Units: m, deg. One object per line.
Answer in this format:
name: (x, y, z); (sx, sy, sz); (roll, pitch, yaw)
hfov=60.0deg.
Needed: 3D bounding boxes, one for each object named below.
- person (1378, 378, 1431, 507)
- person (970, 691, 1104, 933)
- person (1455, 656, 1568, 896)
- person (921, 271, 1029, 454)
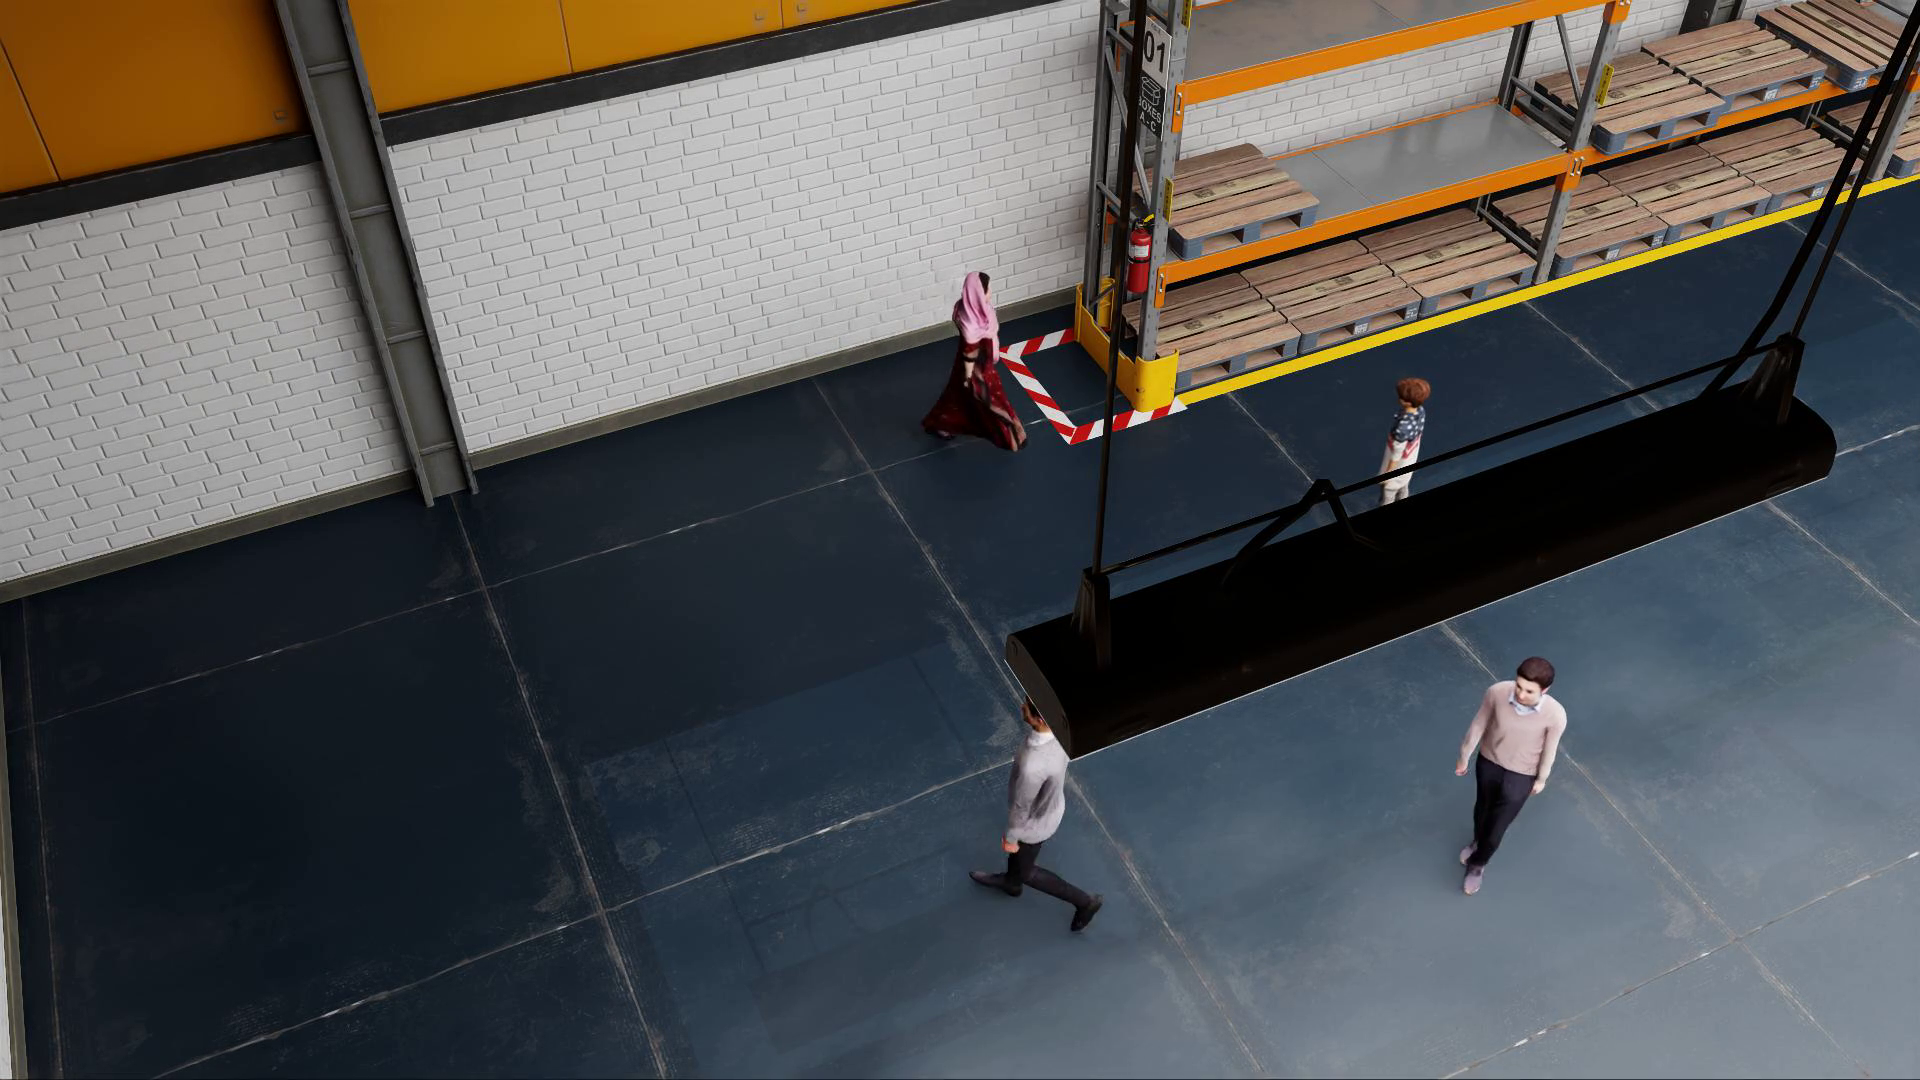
person: (3.121, -0.567, 11.795); (0.647, 1.435, 0.551); (27, 50, 25)
person: (0.490, 1.522, 9.262); (1.217, 1.903, 1.122); (11, 45, 11)
person: (3.191, 1.265, 9.613); (0.793, 1.792, 0.852); (29, 51, 27)
person: (0.037, -1.328, 12.475); (1.163, 1.599, 0.983); (4, 44, 4)
